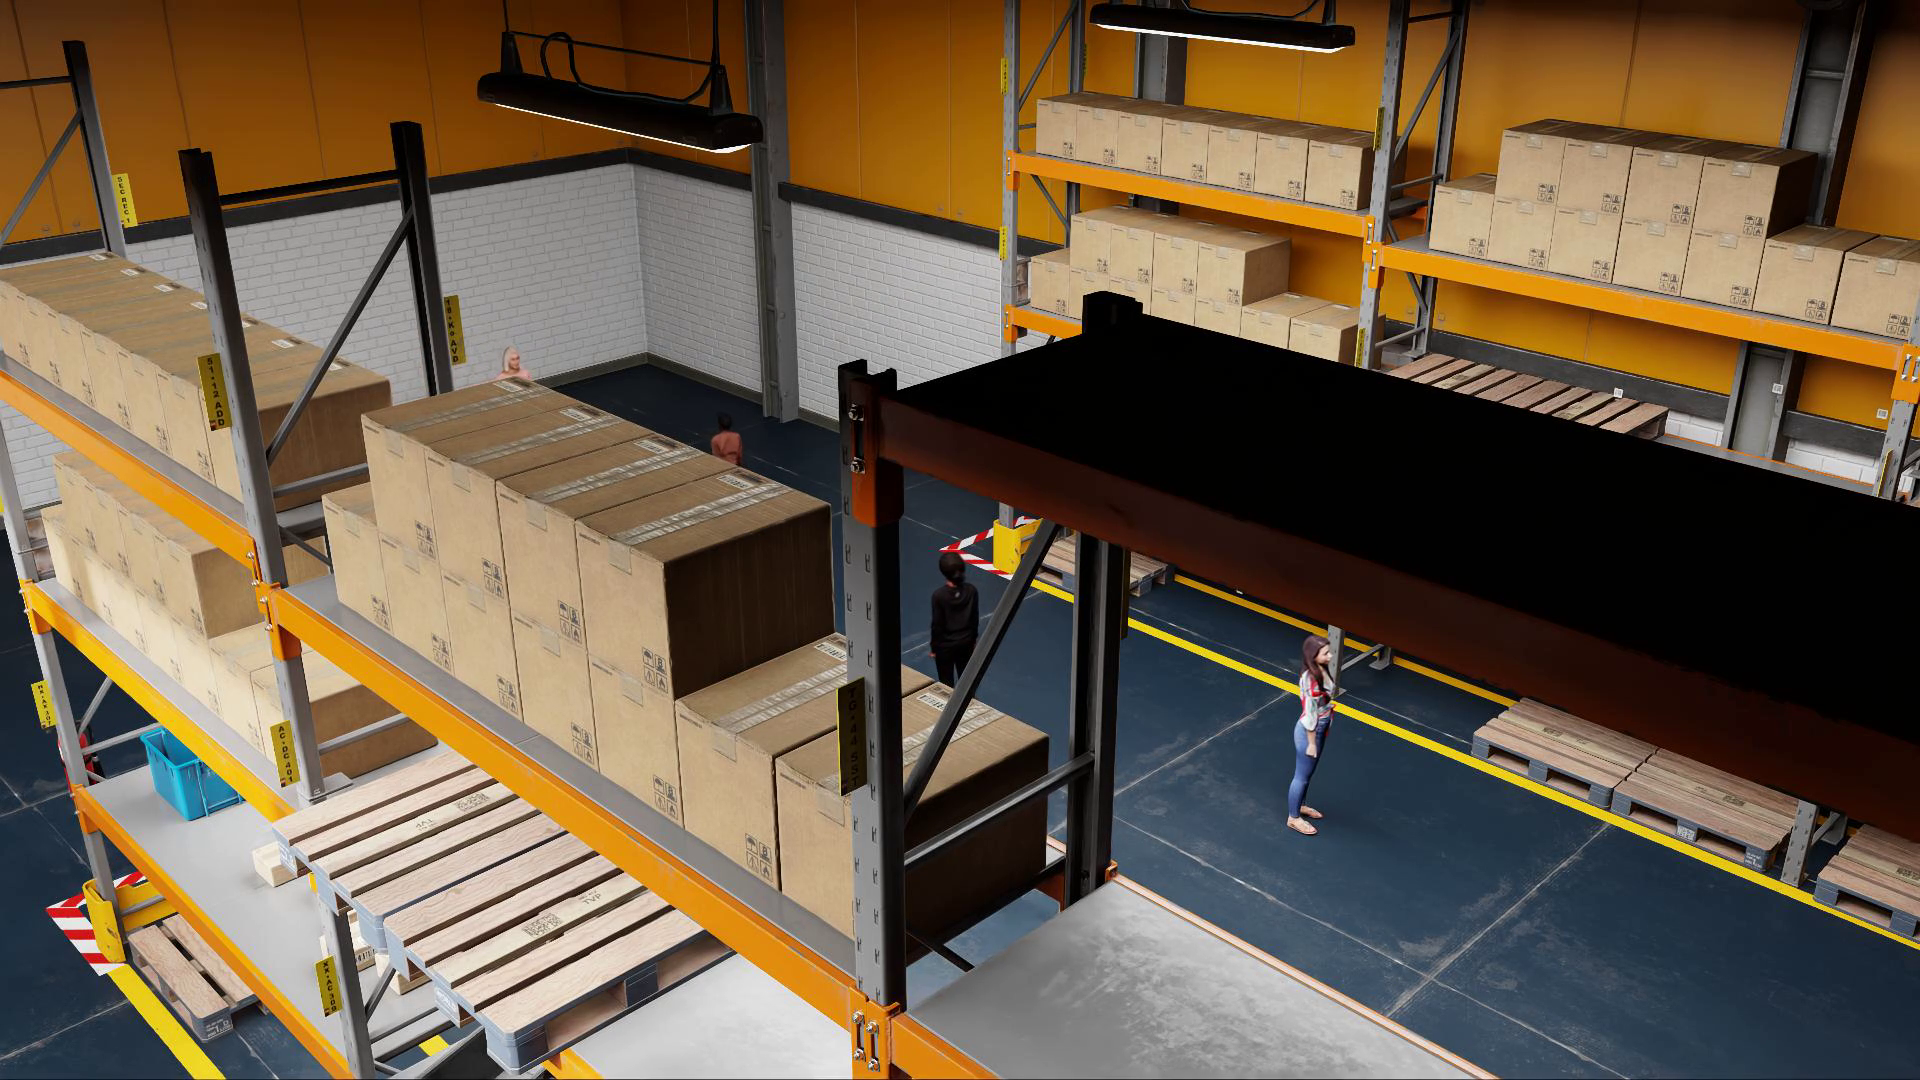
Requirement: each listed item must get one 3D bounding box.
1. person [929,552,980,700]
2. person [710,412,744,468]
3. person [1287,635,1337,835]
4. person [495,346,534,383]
[{"bbox_3d":[-0.047,0.870,13.971,0.659,1.674,0.623,-10,26,-23],"label":"person"},{"bbox_3d":[-2.537,-0.783,18.301,0.741,1.236,0.977,-10,26,-22],"label":"person"},{"bbox_3d":[2.676,1.459,12.699,0.632,1.614,0.656,10,25,21],"label":"person"},{"bbox_3d":[-5.151,-1.431,19.233,1.116,1.675,0.628,19,30,37],"label":"person"}]
